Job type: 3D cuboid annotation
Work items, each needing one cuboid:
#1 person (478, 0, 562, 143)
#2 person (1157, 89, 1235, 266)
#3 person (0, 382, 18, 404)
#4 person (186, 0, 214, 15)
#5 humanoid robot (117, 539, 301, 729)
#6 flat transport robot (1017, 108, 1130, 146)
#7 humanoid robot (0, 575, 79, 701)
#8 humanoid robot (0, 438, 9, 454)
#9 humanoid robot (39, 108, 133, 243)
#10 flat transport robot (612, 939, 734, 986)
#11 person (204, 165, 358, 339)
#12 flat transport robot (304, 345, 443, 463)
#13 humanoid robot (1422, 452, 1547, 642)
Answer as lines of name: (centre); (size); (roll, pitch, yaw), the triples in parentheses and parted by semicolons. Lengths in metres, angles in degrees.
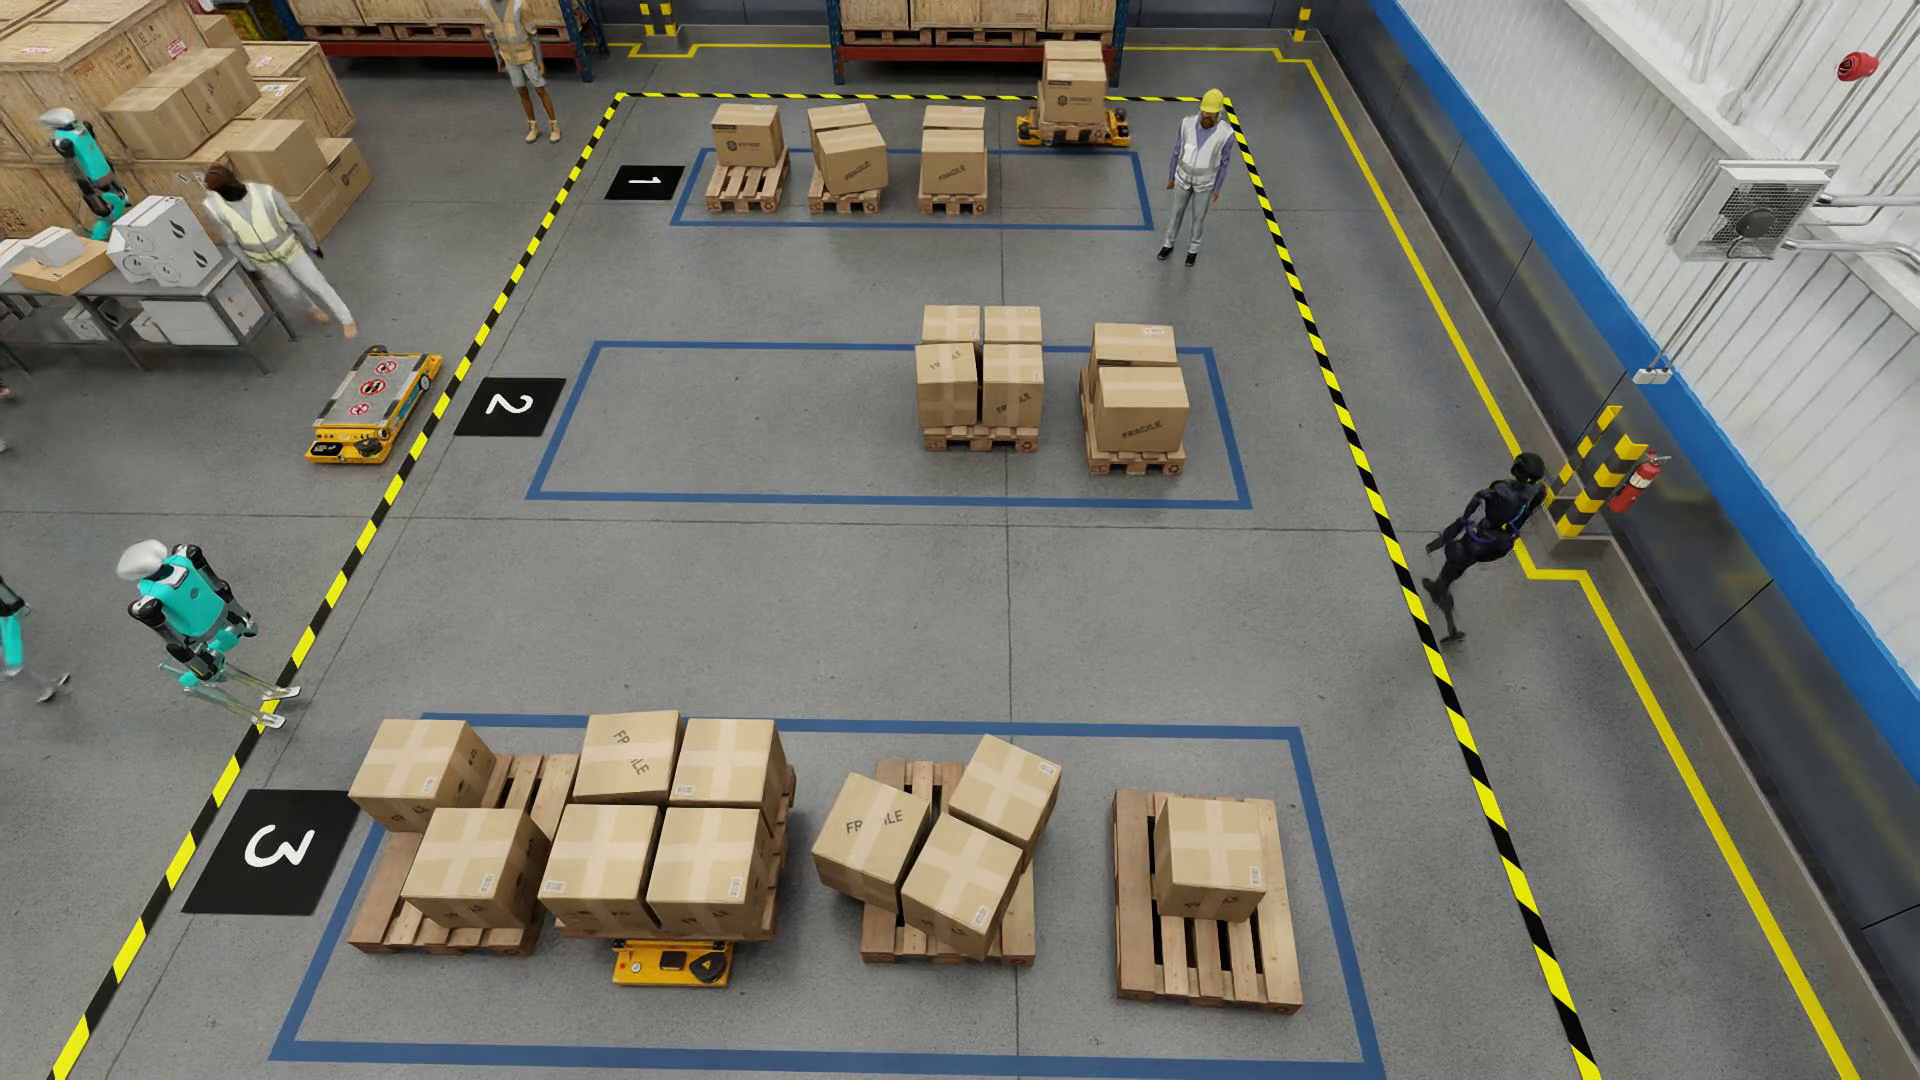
person: (-5.391, -5.901, 11.197); (0.607, 2.048, 0.365); (1, 50, 0)
person: (2.435, -3.731, 9.496); (0.595, 1.836, 0.404); (21, 53, 17)
person: (-9.252, -1.884, 7.965); (0.958, 1.802, 0.529); (8, 50, 6)
person: (-10.276, -7.207, 12.411); (0.634, 1.878, 0.657); (-16, 52, -13)
humanoid robot: (-4.869, 0.619, 5.791); (0.735, 1.681, 0.533); (1, 50, 1)
flat transport robot: (1.460, -5.379, 11.900); (1.431, 0.197, 0.652); (1, 50, 1)
humanoid robot: (-6.502, 0.518, 6.017); (0.543, 1.848, 0.787); (10, 51, 9)
humanoid robot: (-8.669, -1.323, 7.526); (1.048, 1.716, 0.530); (18, 52, 15)
humanoid robot: (-8.872, -3.412, 9.354); (0.832, 1.870, 0.550); (-7, 50, -6)
flat transport robot: (-1.659, 1.971, 5.681); (0.652, 0.197, 1.431); (1, 50, 1)
person: (-6.453, -2.743, 8.681); (0.658, 1.803, 0.618); (-21, 53, -17)
flat transport robot: (-5.383, -1.269, 8.441); (0.659, 0.231, 1.431); (1, 50, 1)
humanoid robot: (3.683, 0.051, 6.408); (0.586, 1.635, 0.635); (-7, 50, -6)
